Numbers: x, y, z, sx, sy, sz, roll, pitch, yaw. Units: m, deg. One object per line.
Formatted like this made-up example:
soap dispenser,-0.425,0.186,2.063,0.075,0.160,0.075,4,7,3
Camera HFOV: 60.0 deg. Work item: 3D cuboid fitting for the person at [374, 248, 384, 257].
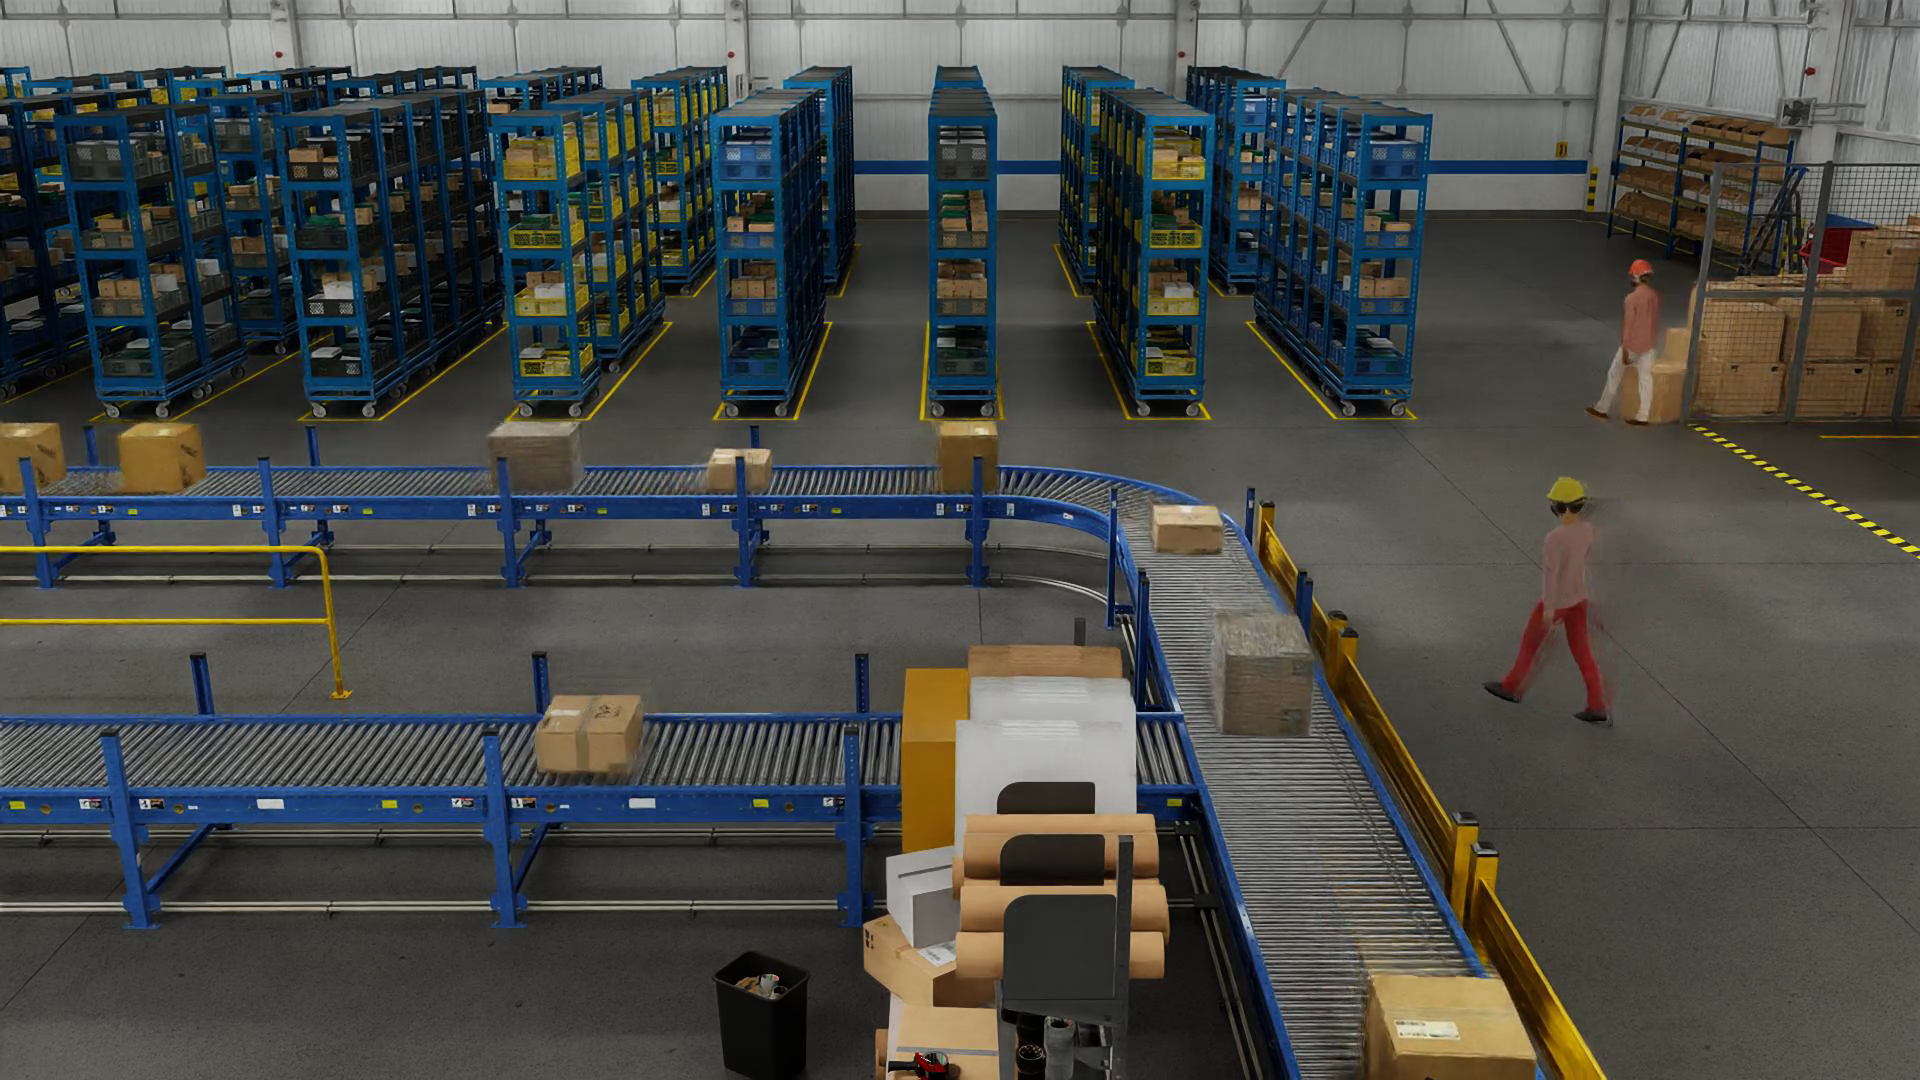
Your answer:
person,-9.397,-4.807,27.465,0.546,1.828,0.575,3,18,8

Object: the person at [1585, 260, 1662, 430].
person,7.891,-2.322,19.626,0.597,1.951,0.917,-7,19,-22

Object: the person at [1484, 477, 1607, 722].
person,4.206,0.404,11.613,0.547,1.718,0.922,-13,22,-34
